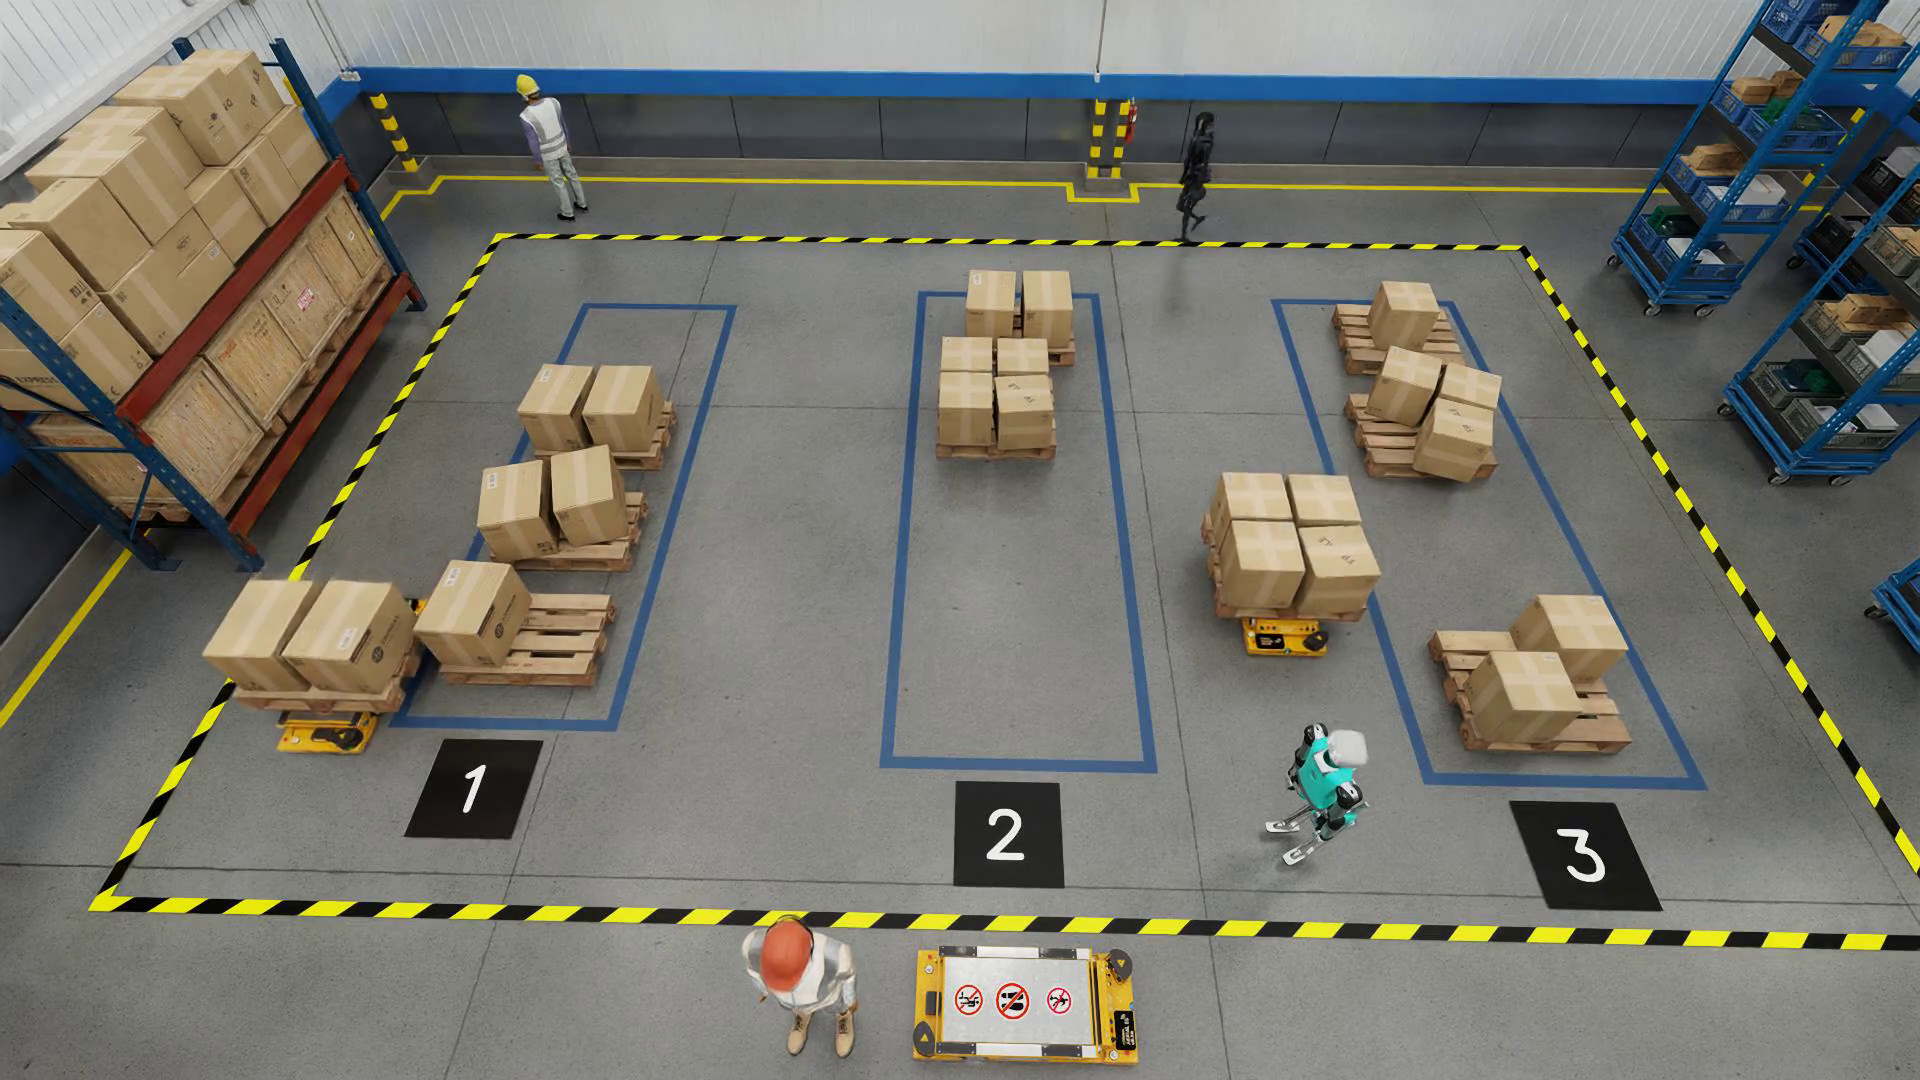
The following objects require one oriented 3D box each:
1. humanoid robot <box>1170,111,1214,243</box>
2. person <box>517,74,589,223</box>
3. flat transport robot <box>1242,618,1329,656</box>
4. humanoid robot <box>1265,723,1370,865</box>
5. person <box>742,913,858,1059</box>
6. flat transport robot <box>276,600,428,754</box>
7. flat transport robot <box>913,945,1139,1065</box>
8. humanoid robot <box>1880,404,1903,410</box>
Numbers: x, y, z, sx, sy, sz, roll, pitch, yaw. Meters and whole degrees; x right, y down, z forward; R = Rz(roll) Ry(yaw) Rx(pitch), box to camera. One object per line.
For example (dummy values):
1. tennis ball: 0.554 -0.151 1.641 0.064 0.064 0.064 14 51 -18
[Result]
1. humanoid robot: 2.904 -4.382 11.154 0.432 1.646 0.596 -8 51 -6
2. person: -5.108 -4.874 11.449 0.404 1.834 0.588 23 55 18
3. flat transport robot: 2.795 0.371 8.166 0.652 0.197 1.431 2 51 1
4. humanoid robot: 2.506 1.684 6.082 0.735 1.673 0.533 -11 52 -9
5. person: -0.875 2.577 5.242 0.604 2.042 0.375 4 51 3
6. flat transport robot: -5.020 1.070 7.595 0.652 0.197 1.431 1 51 1
7. flat transport robot: 0.422 3.041 6.007 1.431 0.231 0.659 1 51 1
8. humanoid robot: 9.995 -1.970 9.186 0.616 1.647 0.482 27 56 20
